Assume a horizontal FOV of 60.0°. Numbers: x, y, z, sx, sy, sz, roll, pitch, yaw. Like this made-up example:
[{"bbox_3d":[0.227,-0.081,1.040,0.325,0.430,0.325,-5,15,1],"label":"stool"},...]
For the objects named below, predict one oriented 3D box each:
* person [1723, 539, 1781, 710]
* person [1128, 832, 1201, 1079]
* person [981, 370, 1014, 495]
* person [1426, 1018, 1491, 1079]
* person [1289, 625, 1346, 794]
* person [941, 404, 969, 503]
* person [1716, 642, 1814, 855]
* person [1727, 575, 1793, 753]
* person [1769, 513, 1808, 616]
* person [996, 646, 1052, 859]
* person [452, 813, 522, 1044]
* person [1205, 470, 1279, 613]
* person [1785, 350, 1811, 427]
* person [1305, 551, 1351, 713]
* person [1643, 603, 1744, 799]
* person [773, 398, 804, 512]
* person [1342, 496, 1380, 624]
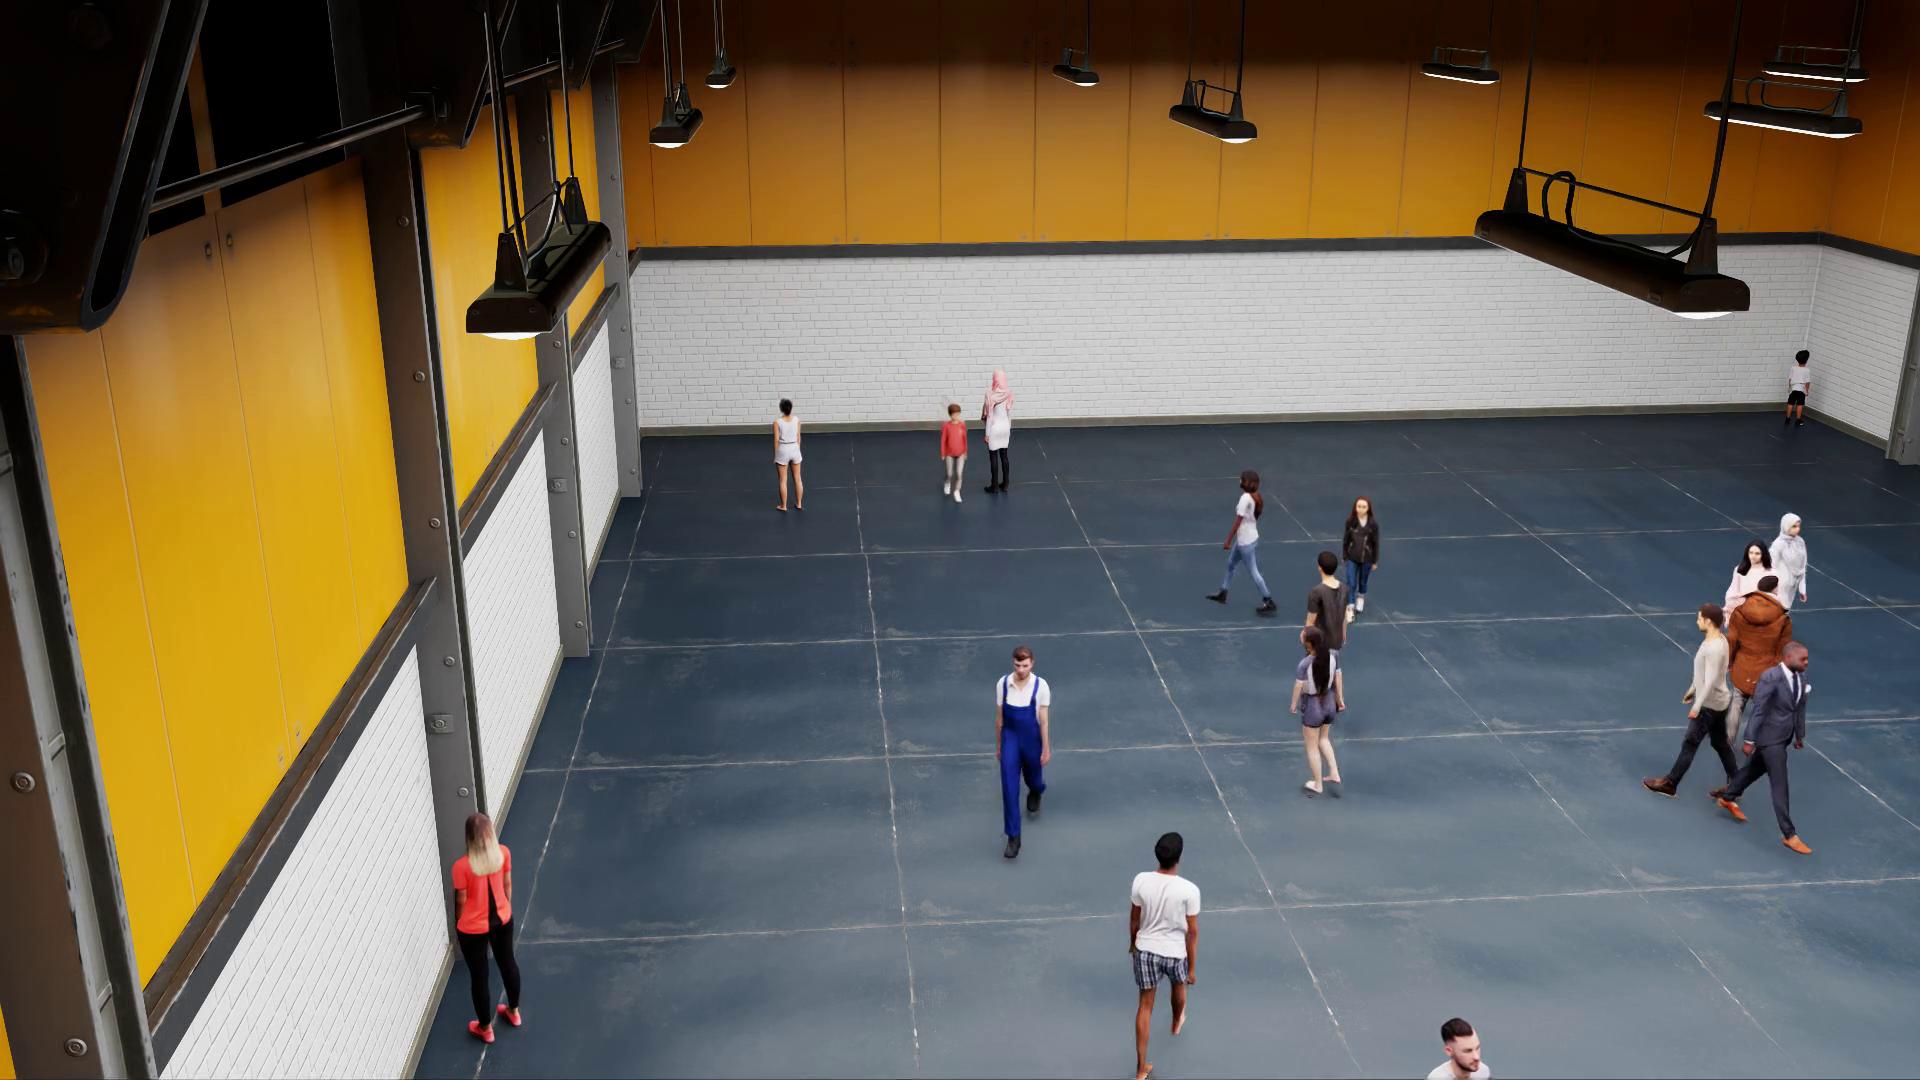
[{"bbox_3d":[8.106,0.810,16.969,0.938,1.747,0.895,-17,25,-42],"label":"person"},{"bbox_3d":[1.322,2.816,11.114,0.975,1.681,1.214,7,20,20],"label":"person"},{"bbox_3d":[0.553,-1.565,23.930,0.737,1.804,0.760,-13,22,-33],"label":"person"},{"bbox_3d":[2.662,3.417,9.081,0.768,1.840,0.748,-12,22,-31],"label":"person"},{"bbox_3d":[3.274,1.540,14.990,0.717,1.625,0.688,-4,19,-11],"label":"person"},{"bbox_3d":[-0.091,-1.260,23.651,0.601,1.404,0.738,-5,19,-13],"label":"person"},{"bbox_3d":[6.916,1.693,14.305,1.074,1.773,1.329,-11,21,-29],"label":"person"},{"bbox_3d":[7.480,1.216,15.618,0.843,1.838,0.899,14,23,36],"label":"person"},{"bbox_3d":[8.706,0.545,17.750,0.905,1.749,1.187,-9,21,-25],"label":"person"},{"bbox_3d":[0.553,1.715,14.170,0.864,1.818,1.264,4,19,10],"label":"person"},{"bbox_3d":[-3.281,2.674,11.517,0.737,1.693,0.685,17,25,41],"label":"person"},{"bbox_3d":[3.402,0.056,19.315,0.992,1.678,1.132,8,20,21],"label":"person"},{"bbox_3d":[13.950,-2.538,27.669,0.580,1.262,0.643,16,25,40],"label":"person"},{"bbox_3d":[3.679,0.966,16.575,0.716,1.702,0.821,-6,19,-17],"label":"person"},{"bbox_3d":[6.793,1.490,14.850,1.065,1.810,1.125,6,20,18],"label":"person"},{"bbox_3d":[-2.396,-1.205,23.170,0.643,1.607,0.662,-9,21,-25],"label":"person"},{"bbox_3d":[4.643,0.193,19.264,0.808,1.450,1.034,6,20,17],"label":"person"}]
